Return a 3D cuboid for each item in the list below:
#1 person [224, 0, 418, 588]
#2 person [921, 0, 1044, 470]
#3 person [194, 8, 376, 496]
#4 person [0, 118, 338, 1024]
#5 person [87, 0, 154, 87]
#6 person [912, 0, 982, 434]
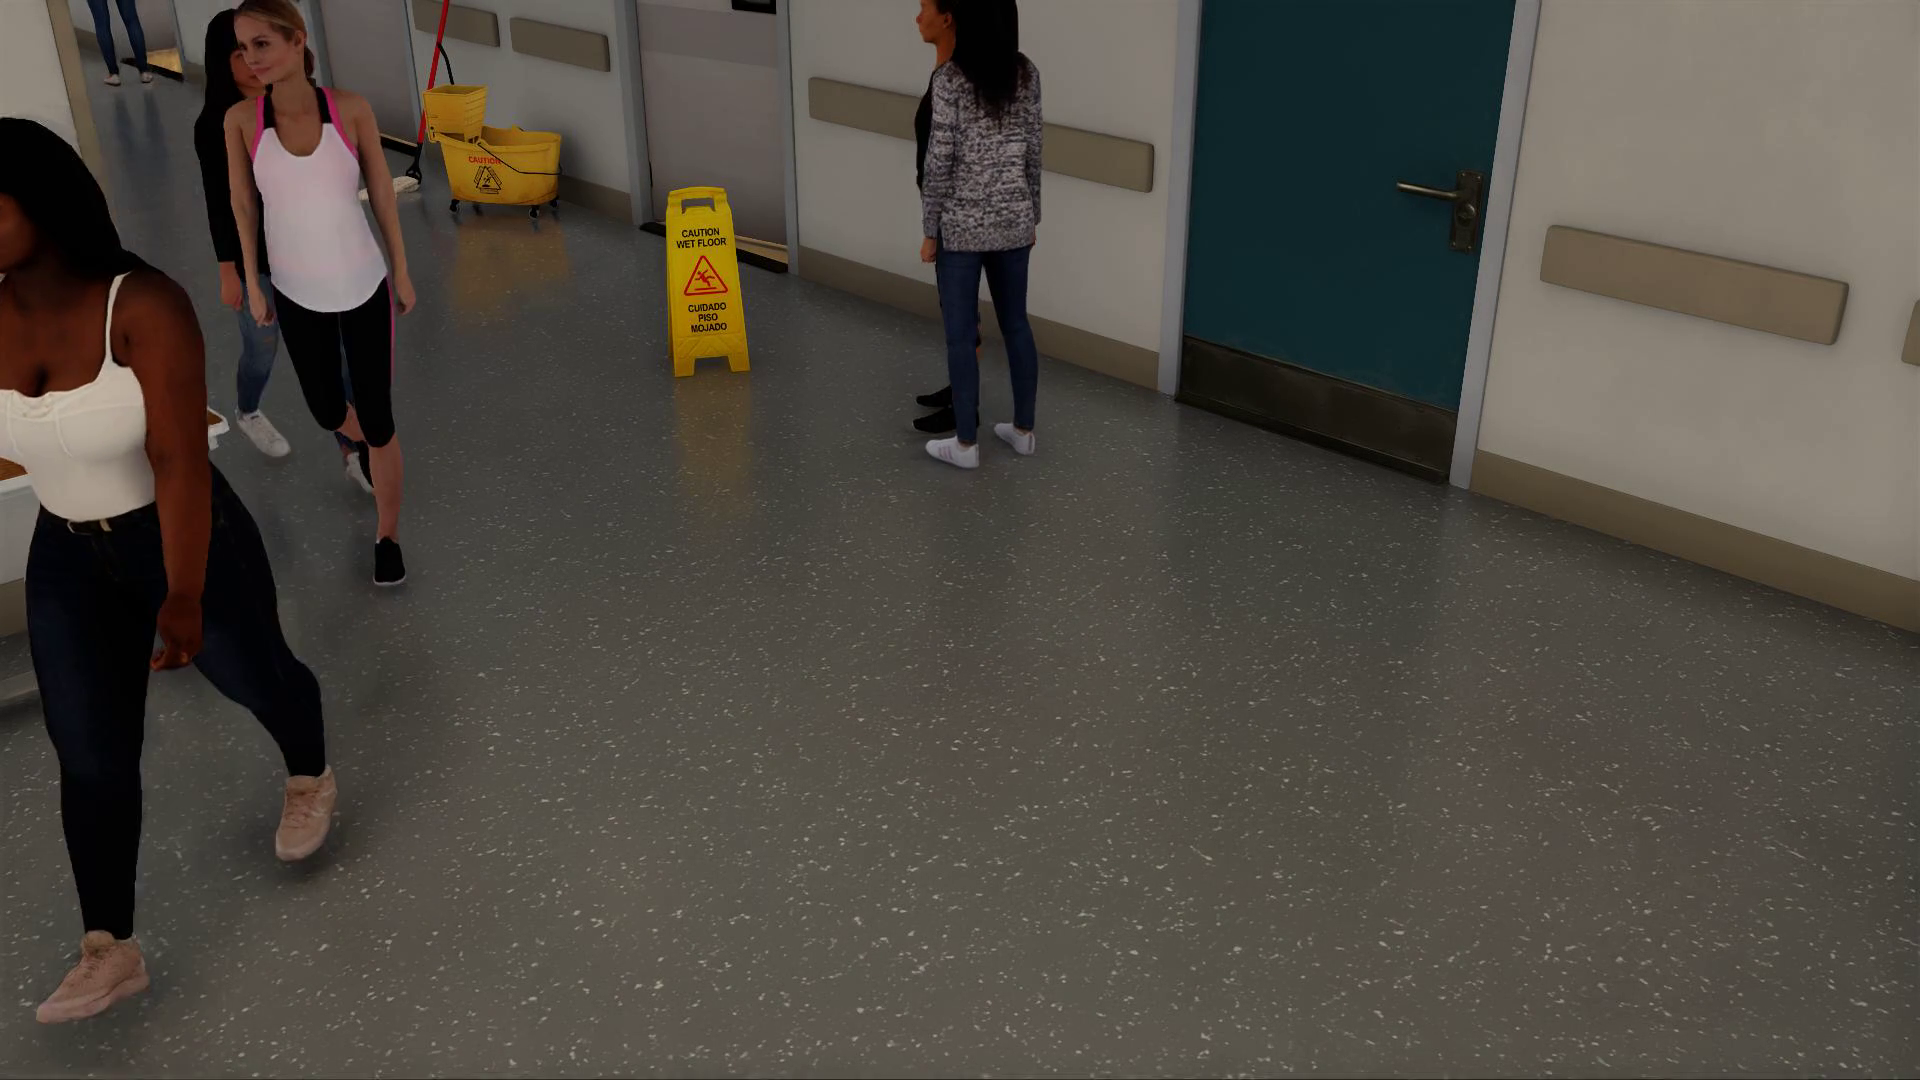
[{"bbox_3d":[-1.927,-0.767,5.116,0.955,1.765,1.120,-8,27,-16],"label":"person"},{"bbox_3d":[0.077,-1.114,5.877,0.664,1.728,0.611,-15,29,-28],"label":"person"},{"bbox_3d":[-2.393,-0.964,5.696,1.069,1.616,0.632,20,32,35],"label":"person"},{"bbox_3d":[-1.628,0.027,3.480,1.192,1.755,1.175,3,26,5],"label":"person"},{"bbox_3d":[-6.483,-4.344,12.575,0.621,1.728,0.580,-15,29,-28],"label":"person"},{"bbox_3d":[-0.006,-1.222,6.168,0.712,1.670,0.659,1,26,2],"label":"person"}]
